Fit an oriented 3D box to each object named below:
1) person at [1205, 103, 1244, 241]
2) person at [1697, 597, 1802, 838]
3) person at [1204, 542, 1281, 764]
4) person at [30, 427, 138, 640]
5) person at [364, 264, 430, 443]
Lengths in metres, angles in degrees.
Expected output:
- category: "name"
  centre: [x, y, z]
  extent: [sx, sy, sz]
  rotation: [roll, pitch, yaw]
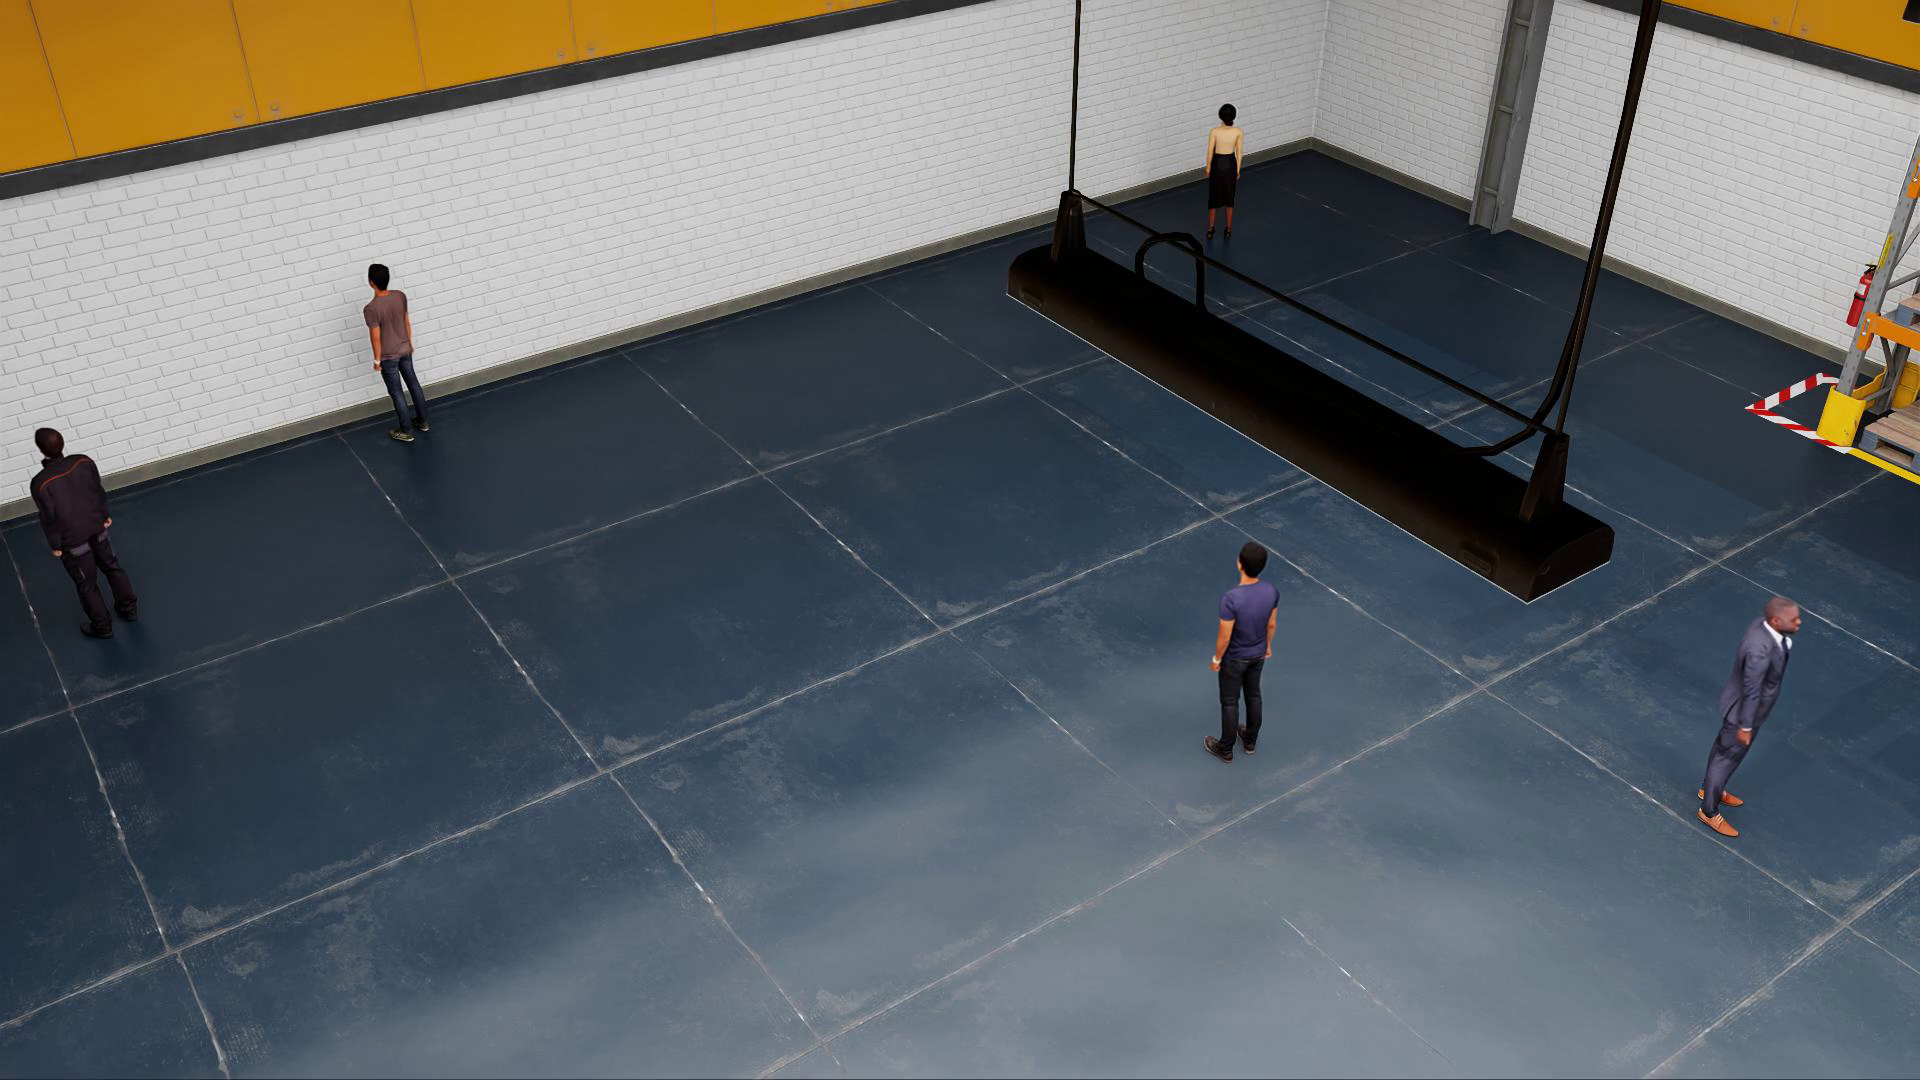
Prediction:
- category: "person"
  centre: [3.105, -4.346, 19.637]
  extent: [0.665, 1.653, 0.712]
  rotation: [2, 34, 3]
- category: "person"
  centre: [5.304, 1.135, 11.238]
  extent: [0.770, 1.824, 0.782]
  rotation: [17, 37, 24]
- category: "person"
  centre: [2.005, 0.799, 11.772]
  extent: [0.684, 1.791, 0.564]
  rotation: [-15, 37, -21]
- category: "person"
  centre: [-6.893, -0.066, 13.032]
  extent: [0.770, 1.839, 0.804]
  rotation: [15, 37, 22]
- category: "person"
  centre: [-5.314, -1.774, 15.654]
  extent: [0.680, 1.779, 0.700]
  rotation: [19, 38, 26]
